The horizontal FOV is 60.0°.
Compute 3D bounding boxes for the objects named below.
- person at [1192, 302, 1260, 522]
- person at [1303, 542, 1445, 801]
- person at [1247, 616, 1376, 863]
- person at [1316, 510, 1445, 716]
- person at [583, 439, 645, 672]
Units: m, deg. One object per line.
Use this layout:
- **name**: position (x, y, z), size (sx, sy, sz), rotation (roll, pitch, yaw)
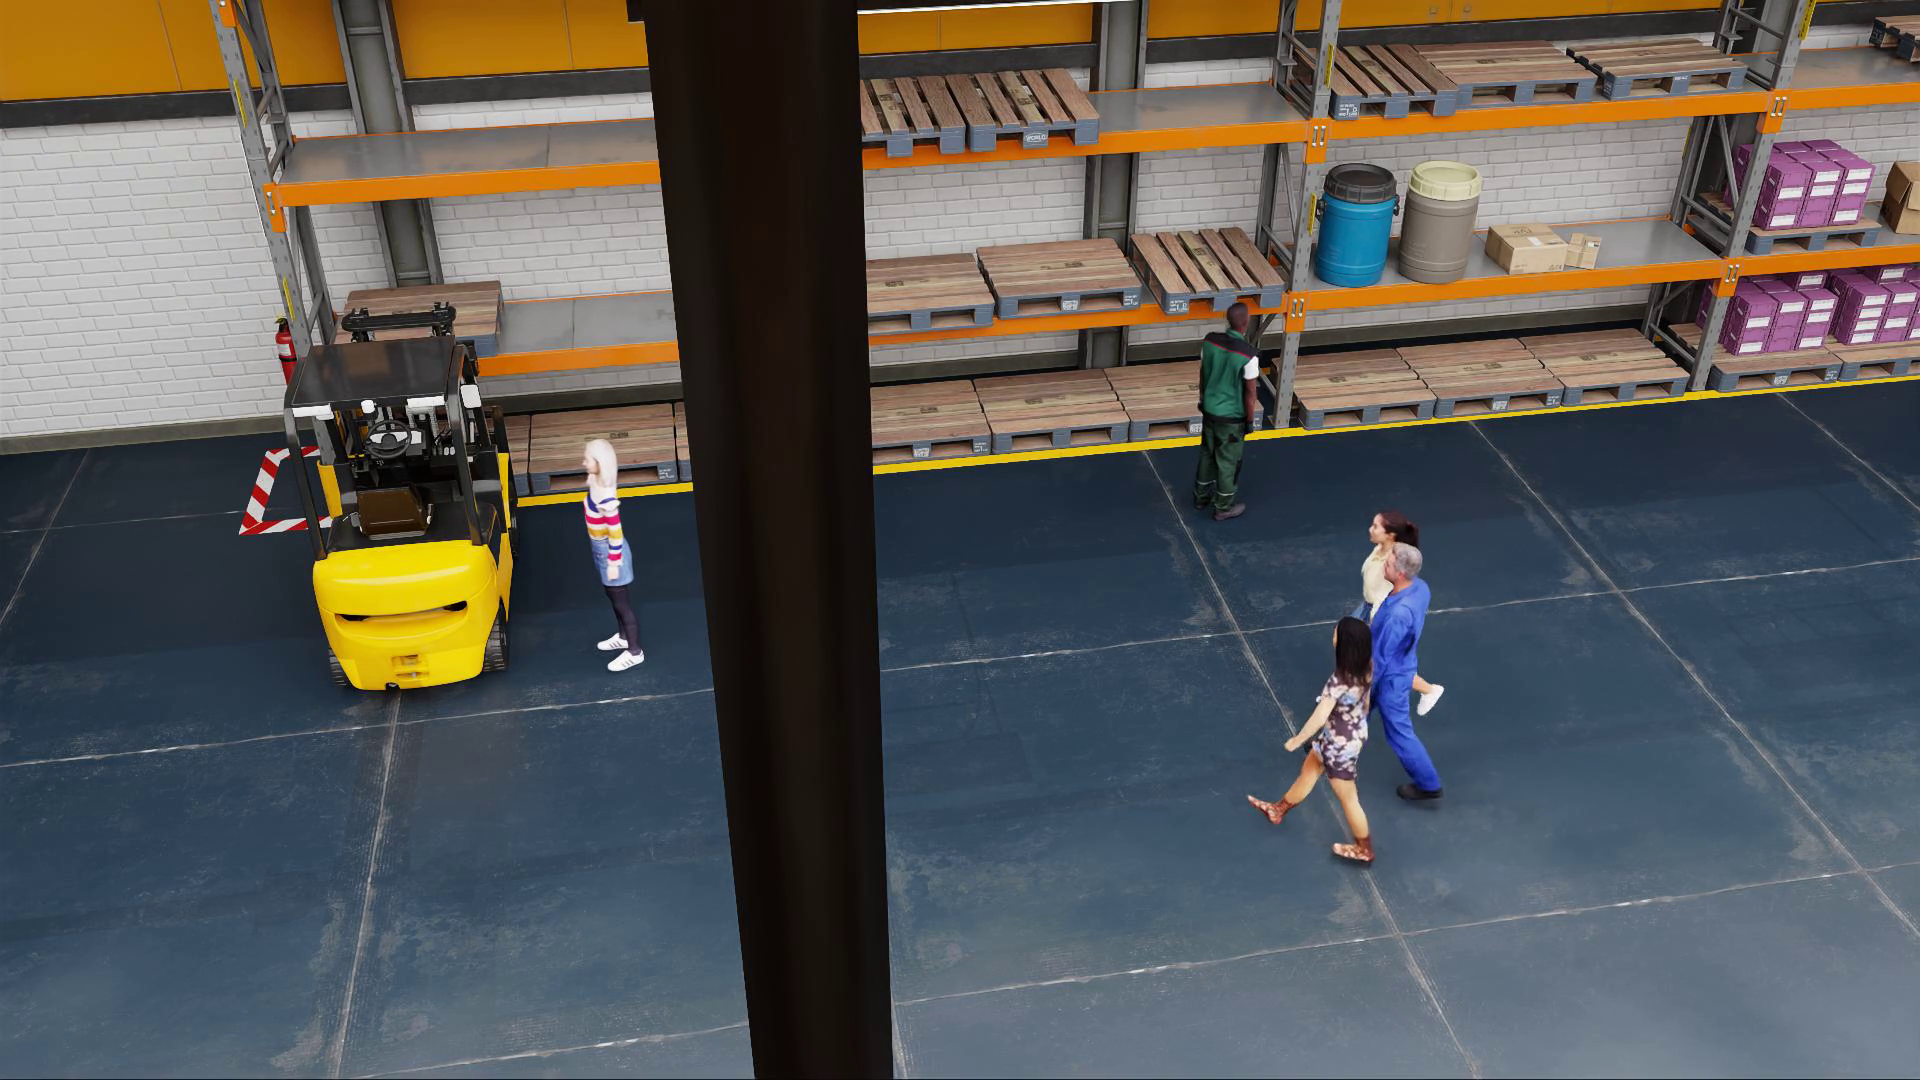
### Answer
- **person**: position (2.084, -1.018, 13.090), size (0.801, 1.838, 0.790), rotation (-24, 40, -31)
- **person**: position (2.753, 0.870, 10.293), size (1.294, 1.789, 1.120), rotation (13, 36, 19)
- **person**: position (2.319, 1.251, 9.809), size (1.124, 1.691, 1.028), rotation (19, 38, 26)
- **person**: position (2.845, 0.528, 10.969), size (1.096, 1.611, 0.782), rotation (2, 34, 3)
- **person**: position (-2.394, 0.088, 11.454), size (0.599, 1.808, 0.695), rotation (-12, 36, -18)
